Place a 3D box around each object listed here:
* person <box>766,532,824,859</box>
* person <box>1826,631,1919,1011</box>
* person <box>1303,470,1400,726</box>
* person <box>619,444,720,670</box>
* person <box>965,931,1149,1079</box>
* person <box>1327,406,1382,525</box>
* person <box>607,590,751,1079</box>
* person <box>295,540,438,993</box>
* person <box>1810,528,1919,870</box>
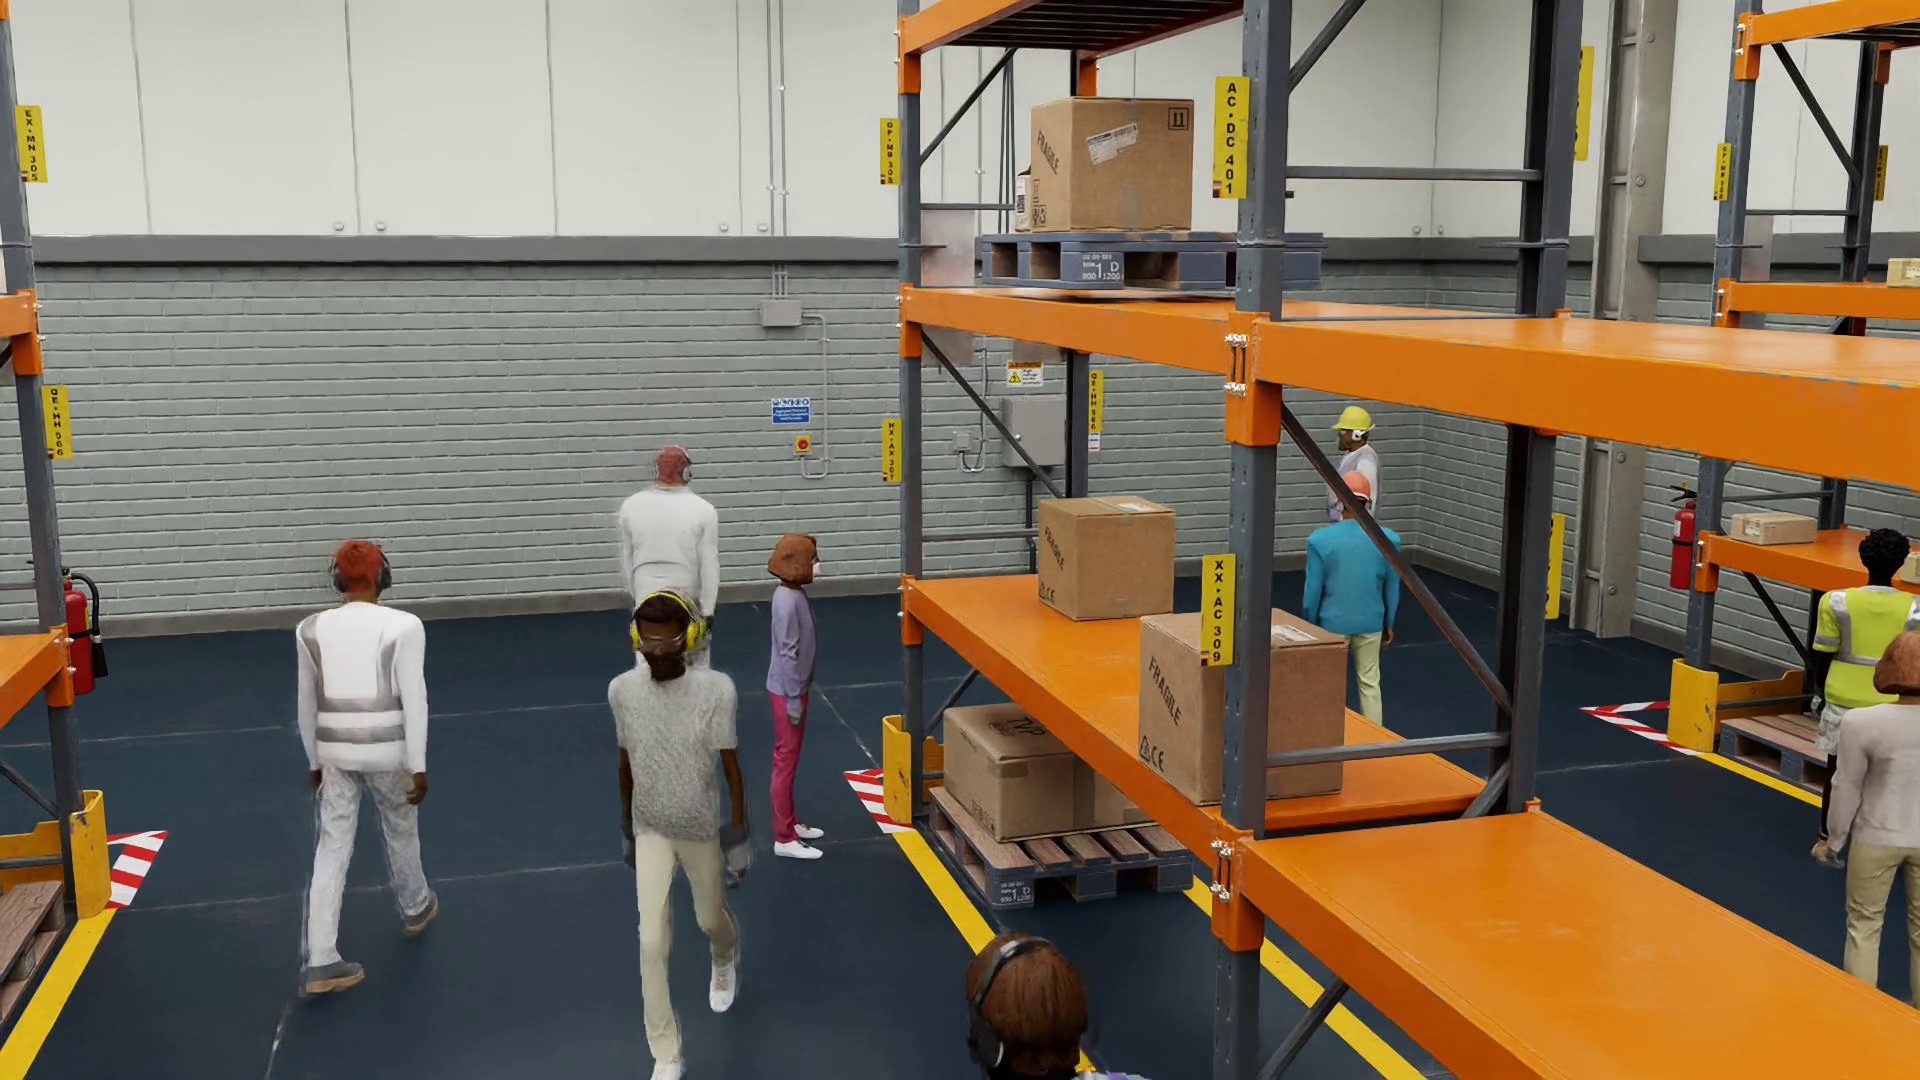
[{"bbox_3d":[-0.826,0.766,8.363,0.286,1.633,0.500,0,10,0],"label":"person"},{"bbox_3d":[3.516,1.145,6.229,0.499,1.629,0.265,2,10,11],"label":"person"},{"bbox_3d":[2.278,0.463,9.752,0.572,1.749,0.343,-1,10,-3],"label":"person"},{"bbox_3d":[-1.754,0.341,10.156,0.638,1.858,0.999,1,10,6],"label":"person"},{"bbox_3d":[0.165,1.619,2.999,0.625,1.822,0.621,-5,11,-25],"label":"person"},{"bbox_3d":[3.025,-0.113,12.805,0.404,1.834,0.592,0,10,3],"label":"person"},{"bbox_3d":[-1.027,1.055,6.210,0.526,1.829,0.939,0,10,2],"label":"person"},{"bbox_3d":[-2.519,0.918,7.016,0.610,1.817,1.016,0,10,3],"label":"person"},{"bbox_3d":[4.426,0.783,8.089,0.539,1.696,0.317,5,11,25],"label":"person"}]
